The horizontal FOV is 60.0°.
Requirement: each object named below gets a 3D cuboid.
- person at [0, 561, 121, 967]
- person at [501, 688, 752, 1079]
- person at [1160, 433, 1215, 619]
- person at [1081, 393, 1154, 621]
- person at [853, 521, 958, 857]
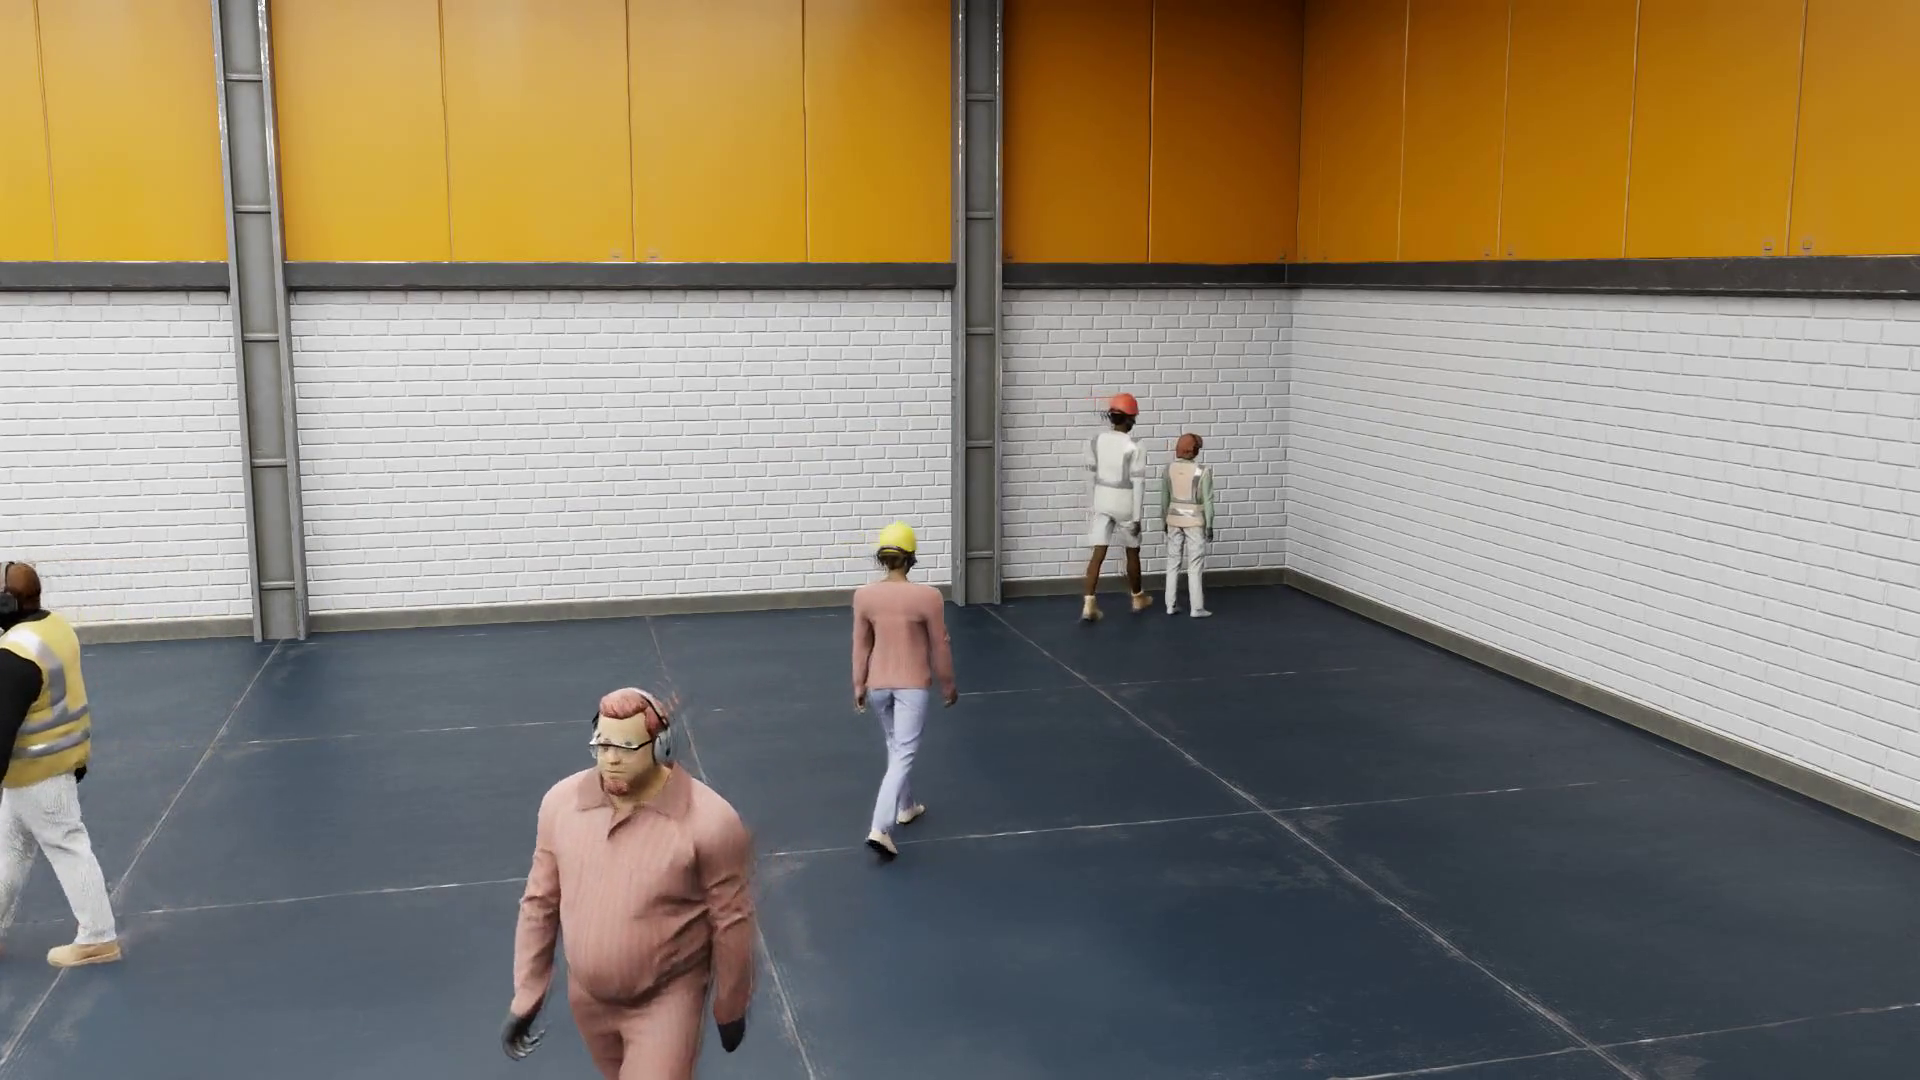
[{"bbox_3d":[-4.134,0.992,7.177,0.899,1.803,0.660,-2,9,-14],"label":"person"},{"bbox_3d":[-0.982,1.348,4.813,0.647,1.856,0.997,4,10,21],"label":"person"},{"bbox_3d":[2.006,-0.125,14.673,0.522,1.638,0.310,7,11,36],"label":"person"},{"bbox_3d":[1.370,-0.291,14.626,0.632,1.992,1.056,6,11,35],"label":"person"},{"bbox_3d":[-0.341,0.769,8.819,0.530,1.727,0.881,5,10,26],"label":"person"}]
